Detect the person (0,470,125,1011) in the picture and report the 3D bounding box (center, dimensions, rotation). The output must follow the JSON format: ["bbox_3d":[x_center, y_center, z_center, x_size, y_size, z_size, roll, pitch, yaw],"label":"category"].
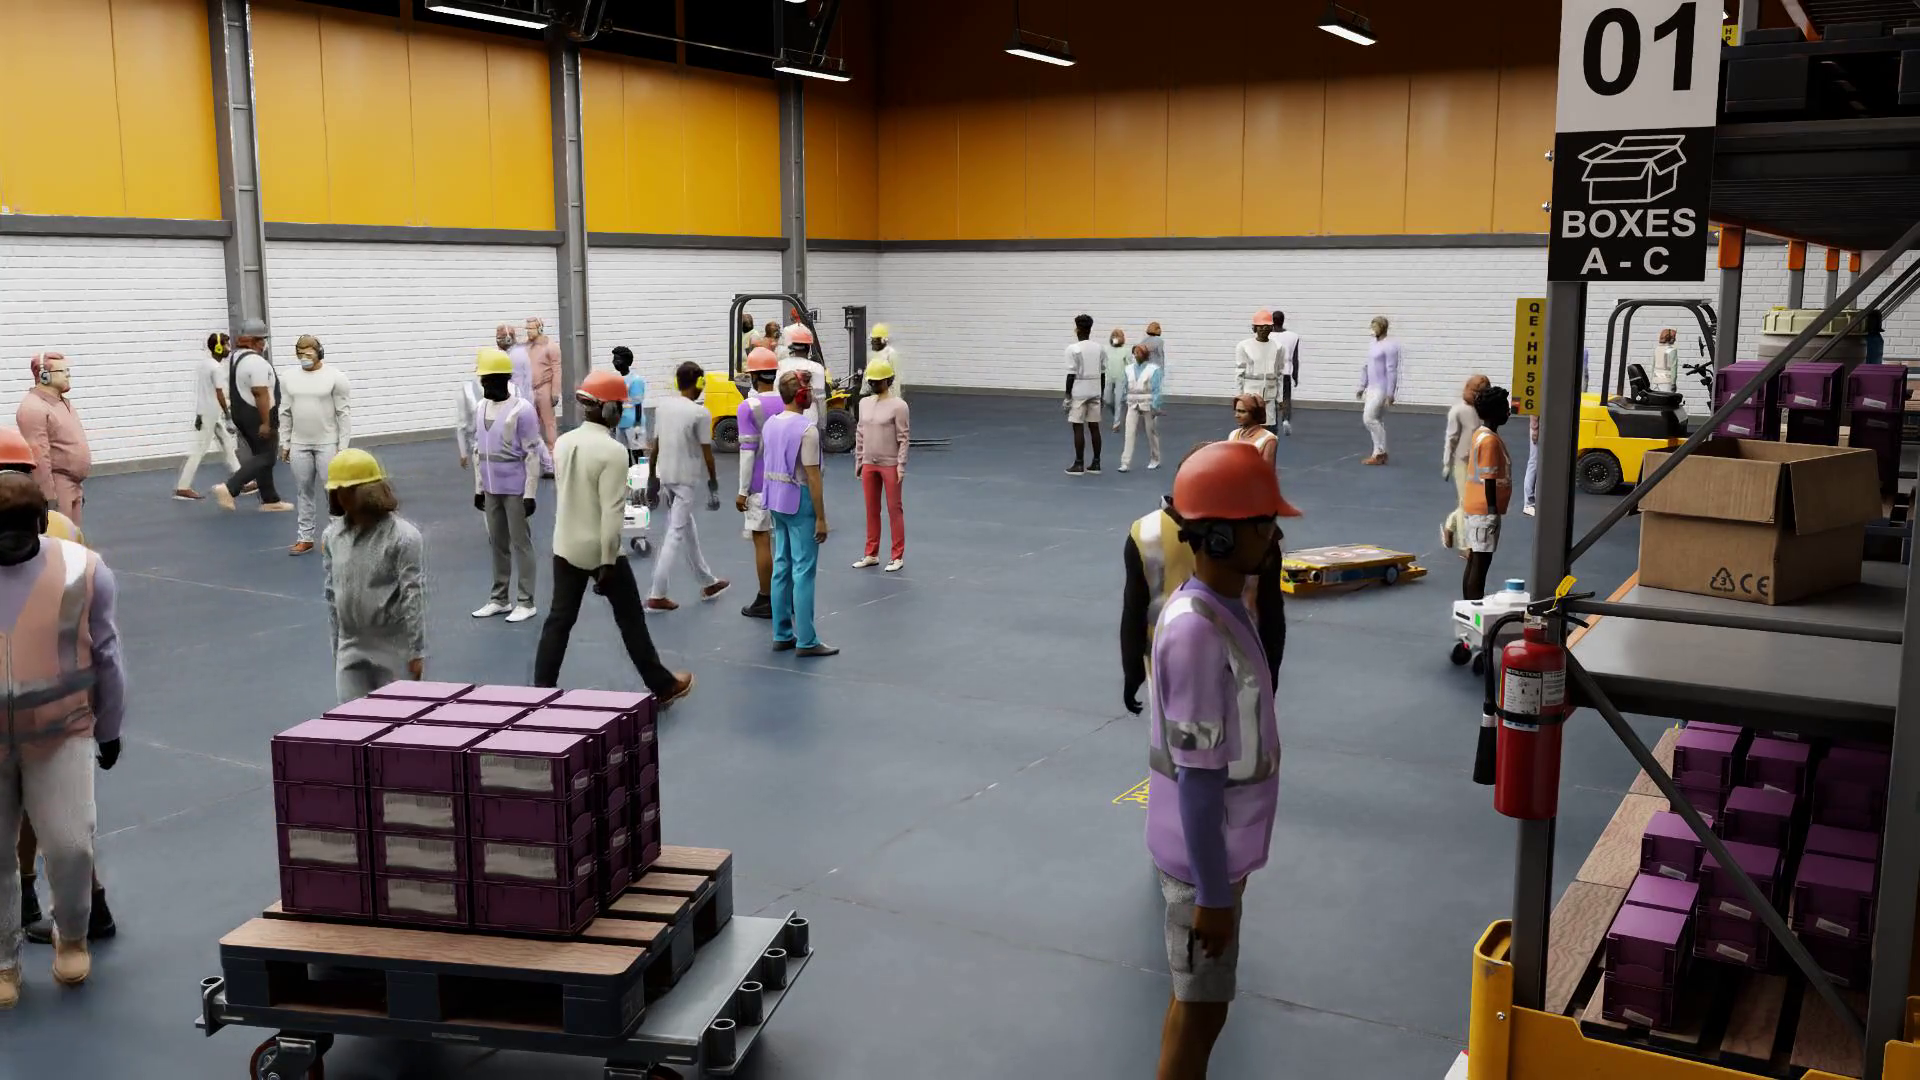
[{"bbox_3d":[-3.141,0.667,5.535,0.654,1.820,0.435,-4,10,-23],"label":"person"}]

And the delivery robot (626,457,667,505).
[{"bbox_3d":[-3.267,-0.613,17.180,0.477,0.478,0.707,6,11,33],"label":"delivery robot"}]

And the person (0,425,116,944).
[{"bbox_3d":[-3.472,0.539,6.074,0.737,1.898,0.692,0,9,2],"label":"person"}]

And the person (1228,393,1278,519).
[{"bbox_3d":[2.041,-0.218,11.667,0.318,1.630,0.513,-5,10,-28],"label":"person"}]

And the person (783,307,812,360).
[{"bbox_3d":[-2.759,-3.019,28.345,0.574,1.886,0.361,-6,11,-33],"label":"person"}]

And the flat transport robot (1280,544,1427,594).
[{"bbox_3d":[2.959,0.215,13.185,1.431,0.197,0.652,-6,11,-31],"label":"flat transport robot"}]

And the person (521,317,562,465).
[{"bbox_3d":[-5.383,-1.881,21.189,0.651,1.904,0.403,5,10,27],"label":"person"}]

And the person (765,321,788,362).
[{"bbox_3d":[-2.409,-1.897,21.489,0.504,1.840,0.345,4,10,23],"label":"person"}]

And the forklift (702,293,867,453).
[{"bbox_3d":[-2.458,-2.344,23.176,2.313,2.155,1.214,0,9,-2],"label":"forklift"}]

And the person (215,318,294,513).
[{"bbox_3d":[-7.212,-1.259,16.878,0.768,2.000,0.687,-9,12,-43],"label":"person"}]

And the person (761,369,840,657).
[{"bbox_3d":[-1.060,-0.170,10.679,0.389,1.850,0.566,-8,12,-39],"label":"person"}]

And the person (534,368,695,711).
[{"bbox_3d":[-1.939,0.043,9.058,0.619,1.930,1.055,7,11,37],"label":"person"}]

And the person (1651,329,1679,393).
[{"bbox_3d":[10.462,-2.313,24.718,0.313,1.637,0.513,-2,9,-13],"label":"person"}]

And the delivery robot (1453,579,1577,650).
[{"bbox_3d":[3.436,0.487,10.312,0.707,0.478,0.477,-2,9,-11],"label":"delivery robot"}]

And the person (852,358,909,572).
[{"bbox_3d":[-0.658,-0.621,13.764,0.522,1.765,0.317,6,11,33],"label":"person"}]

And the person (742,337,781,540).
[{"bbox_3d":[-1.787,-0.934,15.352,0.450,1.874,0.615,-4,10,-24],"label":"person"}]

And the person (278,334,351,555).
[{"bbox_3d":[-5.615,-0.823,14.493,0.628,1.935,0.373,0,9,1],"label":"person"}]

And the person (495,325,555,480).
[{"bbox_3d":[-5.115,-1.595,19.557,0.701,1.869,0.663,-1,9,-5],"label":"person"}]

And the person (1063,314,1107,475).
[{"bbox_3d":[1.519,-1.772,20.310,0.612,1.963,0.361,-6,11,-32],"label":"person"}]

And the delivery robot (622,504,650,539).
[{"bbox_3d":[-3.057,-0.174,14.436,0.707,0.478,0.477,-3,10,-17],"label":"delivery robot"}]

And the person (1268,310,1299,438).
[{"bbox_3d":[4.728,-2.454,24.731,0.625,1.906,0.443,0,9,-2],"label":"person"}]

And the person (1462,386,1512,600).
[{"bbox_3d":[3.588,-0.198,11.327,0.318,1.697,0.533,2,9,10],"label":"person"}]

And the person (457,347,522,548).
[{"bbox_3d":[-4.265,-0.859,15.132,0.600,1.806,0.791,-5,10,-27],"label":"person"}]

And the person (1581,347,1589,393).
[{"bbox_3d":[7.395,-1.746,20.237,0.371,1.939,0.543,-7,11,-36],"label":"person"}]

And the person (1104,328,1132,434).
[{"bbox_3d":[2.423,-2.464,25.687,0.512,1.619,0.527,4,10,25],"label":"person"}]

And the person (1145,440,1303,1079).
[{"bbox_3d":[0.654,0.769,4.201,0.364,2.048,0.607,2,9,11],"label":"person"}]

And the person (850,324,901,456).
[{"bbox_3d":[-1.079,-1.948,21.979,0.918,1.782,0.601,-5,11,-30],"label":"person"}]

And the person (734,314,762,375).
[{"bbox_3d":[-3.291,-2.591,25.834,0.430,1.838,0.620,-5,10,-29],"label":"person"}]

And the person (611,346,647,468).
[{"bbox_3d":[-3.562,-1.237,17.848,0.324,1.688,0.536,-9,13,-43],"label":"person"}]

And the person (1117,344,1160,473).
[{"bbox_3d":[2.266,-1.645,20.672,0.532,1.592,0.856,6,11,34],"label":"person"}]

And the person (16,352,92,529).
[{"bbox_3d":[-6.317,-0.363,11.691,0.409,1.913,0.642,-2,9,-12],"label":"person"}]

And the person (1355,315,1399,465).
[{"bbox_3d":[5.311,-1.910,21.317,0.488,1.924,0.636,-1,9,-7],"label":"person"}]

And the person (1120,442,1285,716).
[{"bbox_3d":[0.992,0.492,6.744,0.635,1.782,0.984,2,9,13],"label":"person"}]

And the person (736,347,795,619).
[{"bbox_3d":[-1.387,-0.408,11.897,0.373,1.933,0.551,9,13,44],"label":"person"}]

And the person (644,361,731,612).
[{"bbox_3d":[-2.003,-0.403,12.230,0.526,1.811,0.937,7,11,36],"label":"person"}]

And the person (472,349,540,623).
[{"bbox_3d":[-3.222,-0.381,11.753,0.588,1.928,0.383,6,11,34],"label":"person"}]

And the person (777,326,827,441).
[{"bbox_3d":[-1.618,-1.207,16.913,0.576,1.923,0.400,3,9,16],"label":"person"}]

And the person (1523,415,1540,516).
[{"bbox_3d":[5.968,-1.120,16.871,0.533,1.765,0.326,-8,12,-41],"label":"person"}]

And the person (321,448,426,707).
[{"bbox_3d":[-2.488,0.446,7.208,0.495,1.725,0.536,2,9,14],"label":"person"}]

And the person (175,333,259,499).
[{"bbox_3d":[-8.143,-1.354,18.196,0.998,1.808,0.518,-6,11,-32],"label":"person"}]

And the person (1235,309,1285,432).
[{"bbox_3d":[3.525,-1.681,19.503,0.605,2.045,0.379,-2,9,-9],"label":"person"}]

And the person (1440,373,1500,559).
[{"bbox_3d":[4.379,-0.653,14.430,0.511,1.606,0.606,-4,10,-23],"label":"person"}]

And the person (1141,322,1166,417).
[{"bbox_3d":[3.317,-2.931,28.583,0.269,1.631,0.508,-8,12,-41],"label":"person"}]

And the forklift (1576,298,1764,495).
[{"bbox_3d":[7.954,-1.589,18.462,2.313,2.155,1.214,5,11,30],"label":"forklift"}]
